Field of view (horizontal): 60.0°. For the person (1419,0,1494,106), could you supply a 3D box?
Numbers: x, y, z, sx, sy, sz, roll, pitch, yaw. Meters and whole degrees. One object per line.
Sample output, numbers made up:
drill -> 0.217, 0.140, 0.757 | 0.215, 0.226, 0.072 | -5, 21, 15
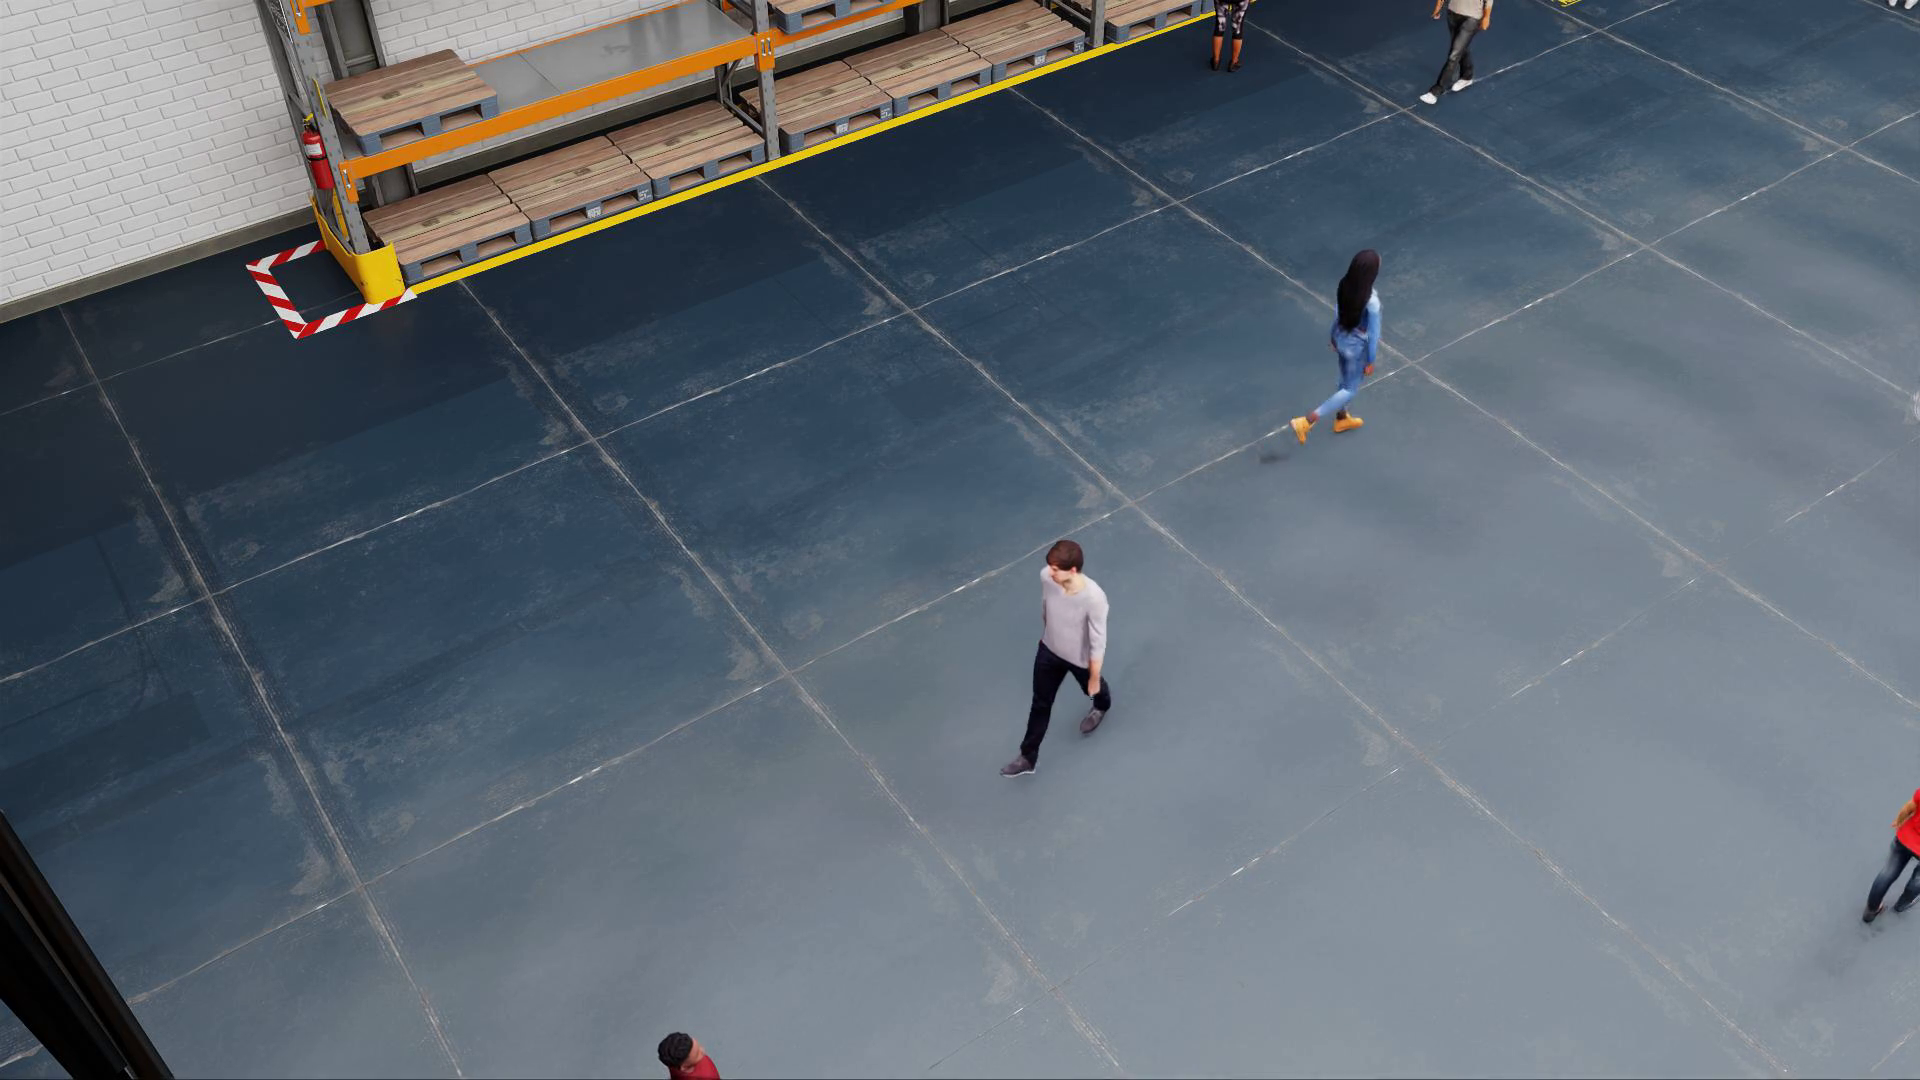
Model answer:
person -> 5.051, -5.219, 16.440 | 1.121, 1.766, 0.734 | -31, 52, -28

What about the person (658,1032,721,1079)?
person -> -1.346, 2.836, 8.355 | 0.525, 1.255, 0.536 | -18, 46, -18

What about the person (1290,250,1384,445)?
person -> 2.856, -1.415, 12.502 | 1.032, 1.690, 0.721 | -18, 47, -18

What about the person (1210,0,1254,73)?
person -> 2.769, -5.561, 16.875 | 0.650, 1.661, 0.695 | 10, 44, 10

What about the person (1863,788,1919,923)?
person -> 5.418, 1.764, 9.444 | 0.640, 1.305, 0.525 | -28, 50, -26

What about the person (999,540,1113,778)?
person -> 0.757, 0.654, 10.265 | 0.897, 1.779, 1.270 | 30, 51, 28
